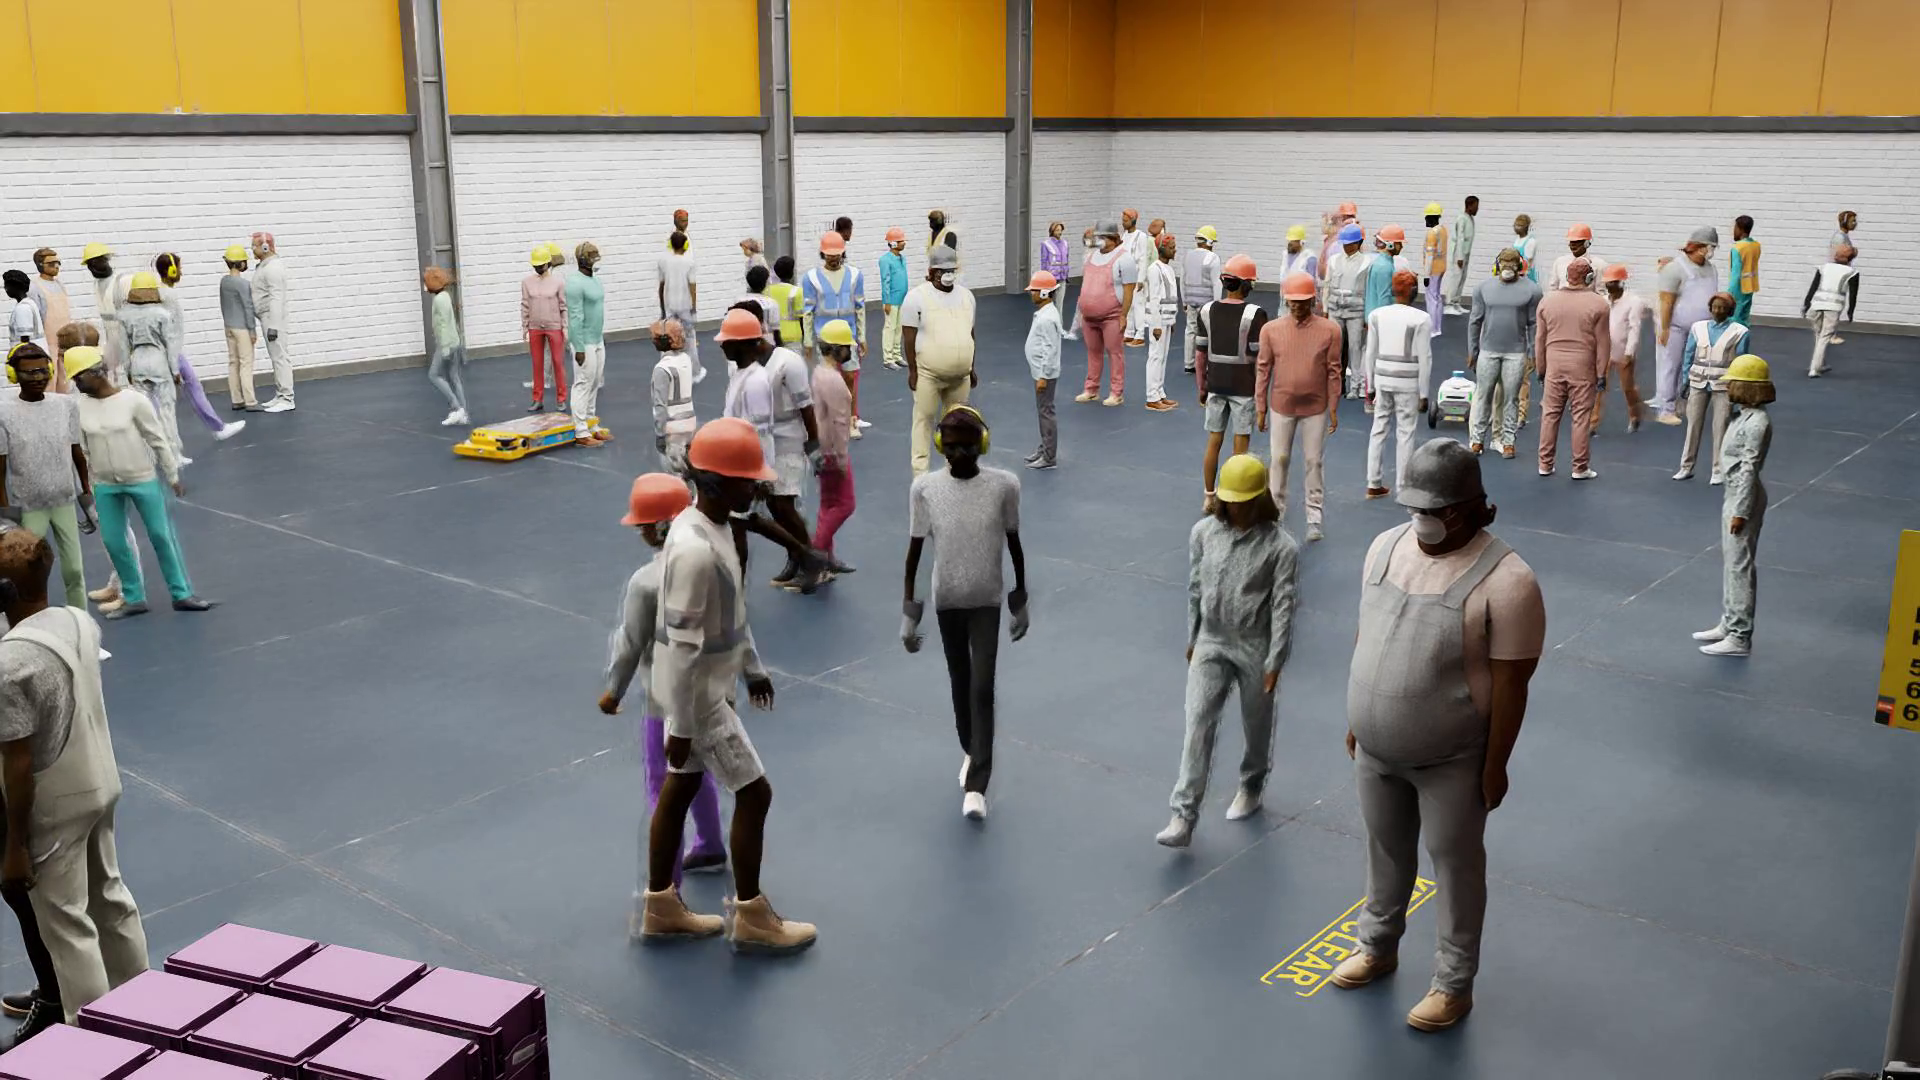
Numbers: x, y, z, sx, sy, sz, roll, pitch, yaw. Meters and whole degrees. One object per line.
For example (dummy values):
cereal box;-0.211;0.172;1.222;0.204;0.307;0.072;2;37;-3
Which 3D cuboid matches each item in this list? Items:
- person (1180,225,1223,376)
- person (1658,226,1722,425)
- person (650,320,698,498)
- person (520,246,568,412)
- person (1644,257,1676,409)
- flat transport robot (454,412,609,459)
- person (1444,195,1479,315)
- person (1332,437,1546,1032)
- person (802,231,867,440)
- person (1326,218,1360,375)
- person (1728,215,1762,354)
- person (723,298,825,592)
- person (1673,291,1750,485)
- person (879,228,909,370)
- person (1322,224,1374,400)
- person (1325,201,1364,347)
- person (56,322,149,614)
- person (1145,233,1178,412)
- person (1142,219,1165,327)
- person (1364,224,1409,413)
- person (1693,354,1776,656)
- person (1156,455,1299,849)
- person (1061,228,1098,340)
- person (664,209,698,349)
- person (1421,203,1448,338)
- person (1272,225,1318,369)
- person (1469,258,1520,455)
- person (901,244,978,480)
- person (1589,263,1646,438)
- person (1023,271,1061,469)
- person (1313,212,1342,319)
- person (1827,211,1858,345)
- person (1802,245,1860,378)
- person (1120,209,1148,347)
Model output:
person;2.943;-2.891;20.170;0.403;1.819;0.599;-12;18;-40
person;7.412;-2.194;16.943;0.726;2.000;0.535;-4;15;-17
person;-2.093;-0.798;12.196;0.313;1.634;0.515;4;14;14
person;-4.407;-2.235;17.682;0.523;1.760;0.327;1;14;4
person;7.614;-2.235;17.940;0.320;1.628;0.508;1;14;5
flat transport robot;-4.045;-1.004;15.774;0.652;0.197;1.431;7;16;27
person;8.096;-4.588;26.801;0.416;1.902;0.584;9;16;31
person;1.563;0.637;5.630;0.535;2.000;0.680;-10;17;-35
person;-1.202;-1.957;16.036;0.611;2.029;0.408;-4;15;-17
person;4.711;-2.964;20.318;0.396;1.900;0.647;-4;15;-16
person;9.709;-3.064;20.666;0.596;1.916;0.373;-12;18;-40
person;-1.220;-0.614;10.870;0.653;1.919;0.531;10;17;36
person;6.403;-1.295;14.165;0.513;1.639;0.307;12;18;40
person;-0.802;-3.018;20.805;0.318;1.755;0.568;6;15;23
person;4.301;-2.525;18.474;0.603;1.937;0.402;10;17;34
person;5.238;-3.614;22.706;0.611;1.995;0.375;-5;15;-20
person;-5.384;-0.445;10.434;0.361;1.832;0.586;-12;19;-41
person;2.166;-2.328;17.797;0.355;1.883;0.574;5;15;20
person;2.931;-4.049;25.219;0.323;1.623;0.509;10;17;35
person;4.499;-2.338;17.636;0.403;1.986;0.611;2;14;10
person;4.484;-0.204;9.609;0.314;1.736;0.485;4;15;17
person;1.142;0.472;6.985;0.499;1.681;0.918;7;16;27
person;1.888;-3.630;23.613;0.853;1.584;0.488;-10;17;-34
person;-3.821;-3.578;22.789;0.337;1.881;0.585;5;15;19
person;6.774;-3.868;23.885;0.394;1.919;0.585;9;17;32
person;4.160;-3.019;20.757;0.924;1.784;0.601;-11;18;-37
person;4.983;-1.716;15.395;0.518;1.865;0.330;-2;14;-6
person;-0.128;-1.458;13.998;0.672;2.000;0.536;-7;16;-27
person;6.453;-1.864;16.297;0.888;1.710;0.558;-11;18;-37
person;0.733;-1.514;14.805;0.324;1.752;0.562;0;14;-1
person;4.909;-3.363;21.938;0.470;1.876;0.739;3;14;10
person;12.257;-3.658;23.198;0.342;1.841;0.547;7;16;25
person;10.572;-2.778;20.186;0.828;1.579;0.537;-10;17;-35
person;2.372;-3.619;22.970;0.349;1.879;0.582;-8;16;-29
